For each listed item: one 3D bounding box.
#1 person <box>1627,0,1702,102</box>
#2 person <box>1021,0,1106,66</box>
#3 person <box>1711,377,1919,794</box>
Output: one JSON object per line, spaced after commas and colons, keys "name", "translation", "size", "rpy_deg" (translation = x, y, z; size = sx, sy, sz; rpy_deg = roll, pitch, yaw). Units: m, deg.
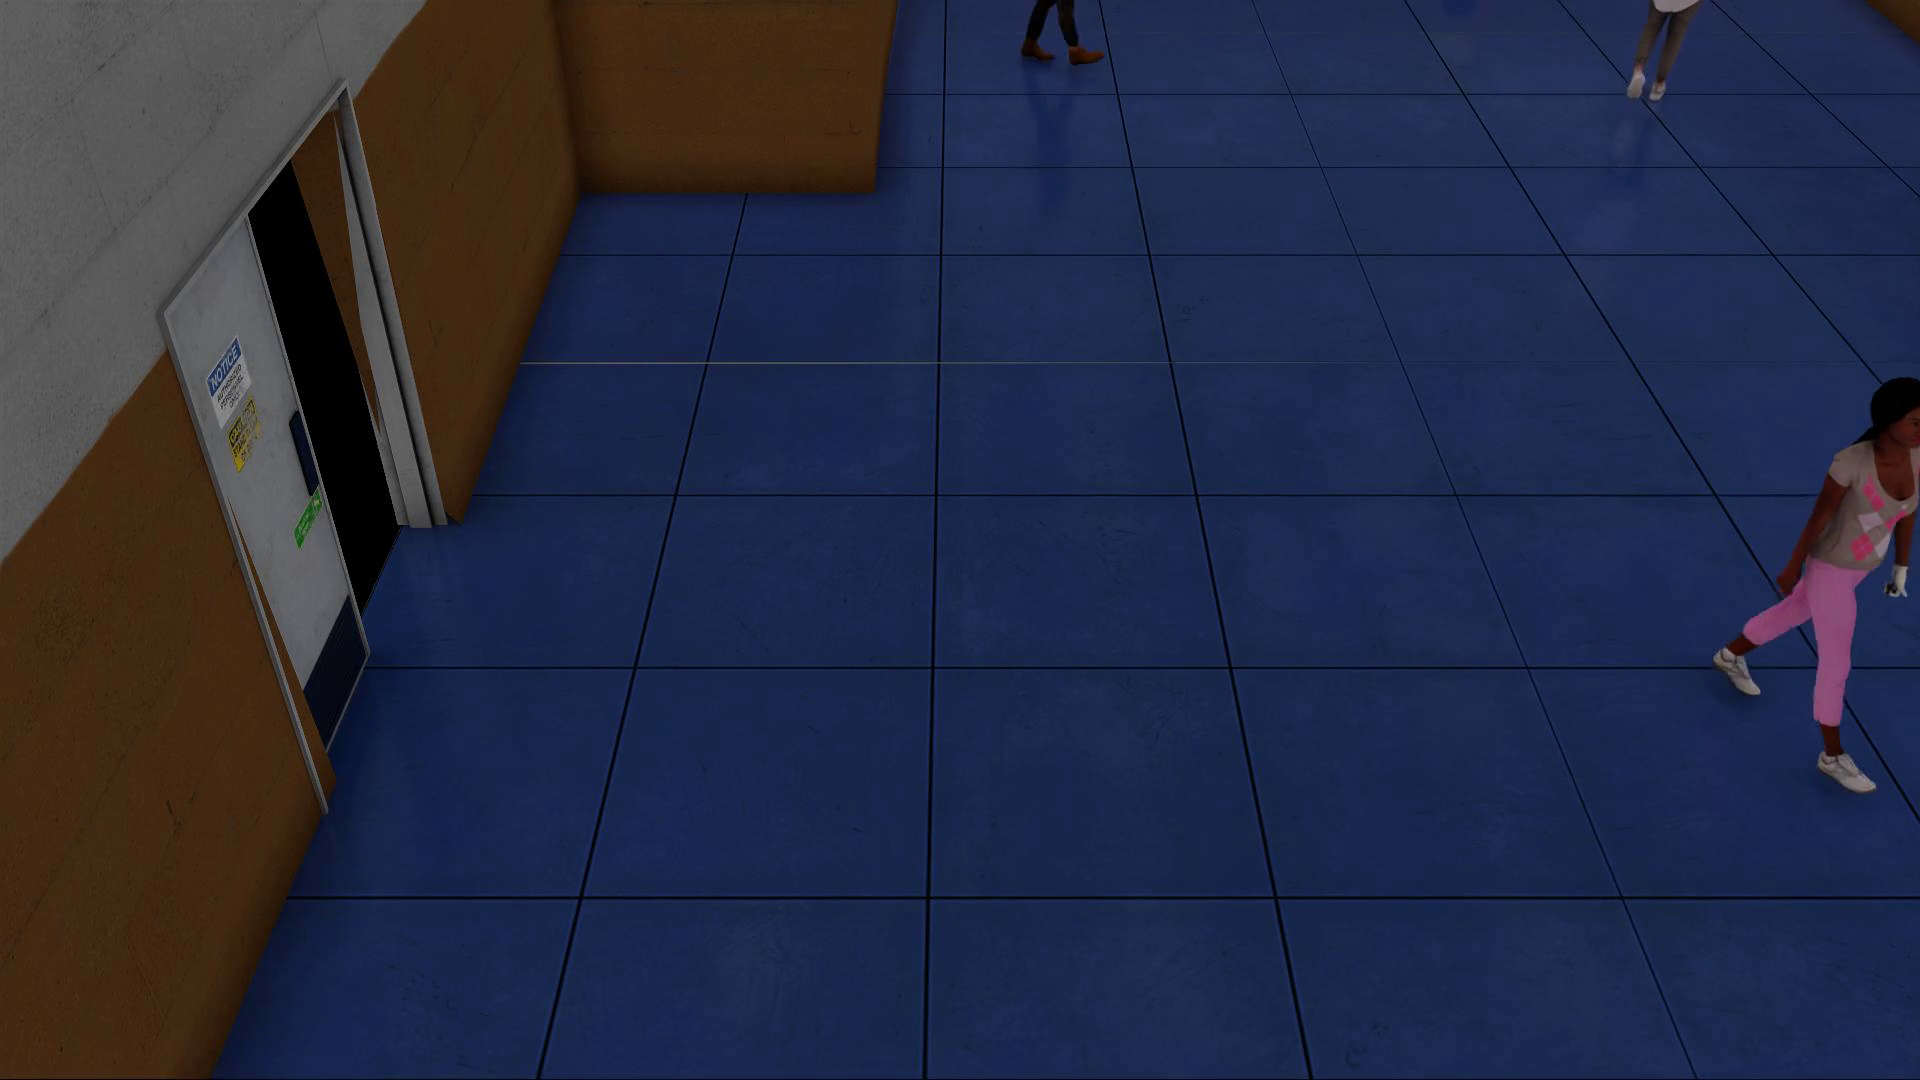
{"name": "person", "translation": [5.213, -4.042, 12.076], "size": [0.980, 1.825, 0.967], "rpy_deg": [18, 40, 22]}
{"name": "person", "translation": [0.692, -4.489, 12.799], "size": [1.031, 1.672, 0.847], "rpy_deg": [18, 40, 22]}
{"name": "person", "translation": [3.468, 0.083, 6.691], "size": [1.161, 1.692, 0.967], "rpy_deg": [-14, 39, -18]}
